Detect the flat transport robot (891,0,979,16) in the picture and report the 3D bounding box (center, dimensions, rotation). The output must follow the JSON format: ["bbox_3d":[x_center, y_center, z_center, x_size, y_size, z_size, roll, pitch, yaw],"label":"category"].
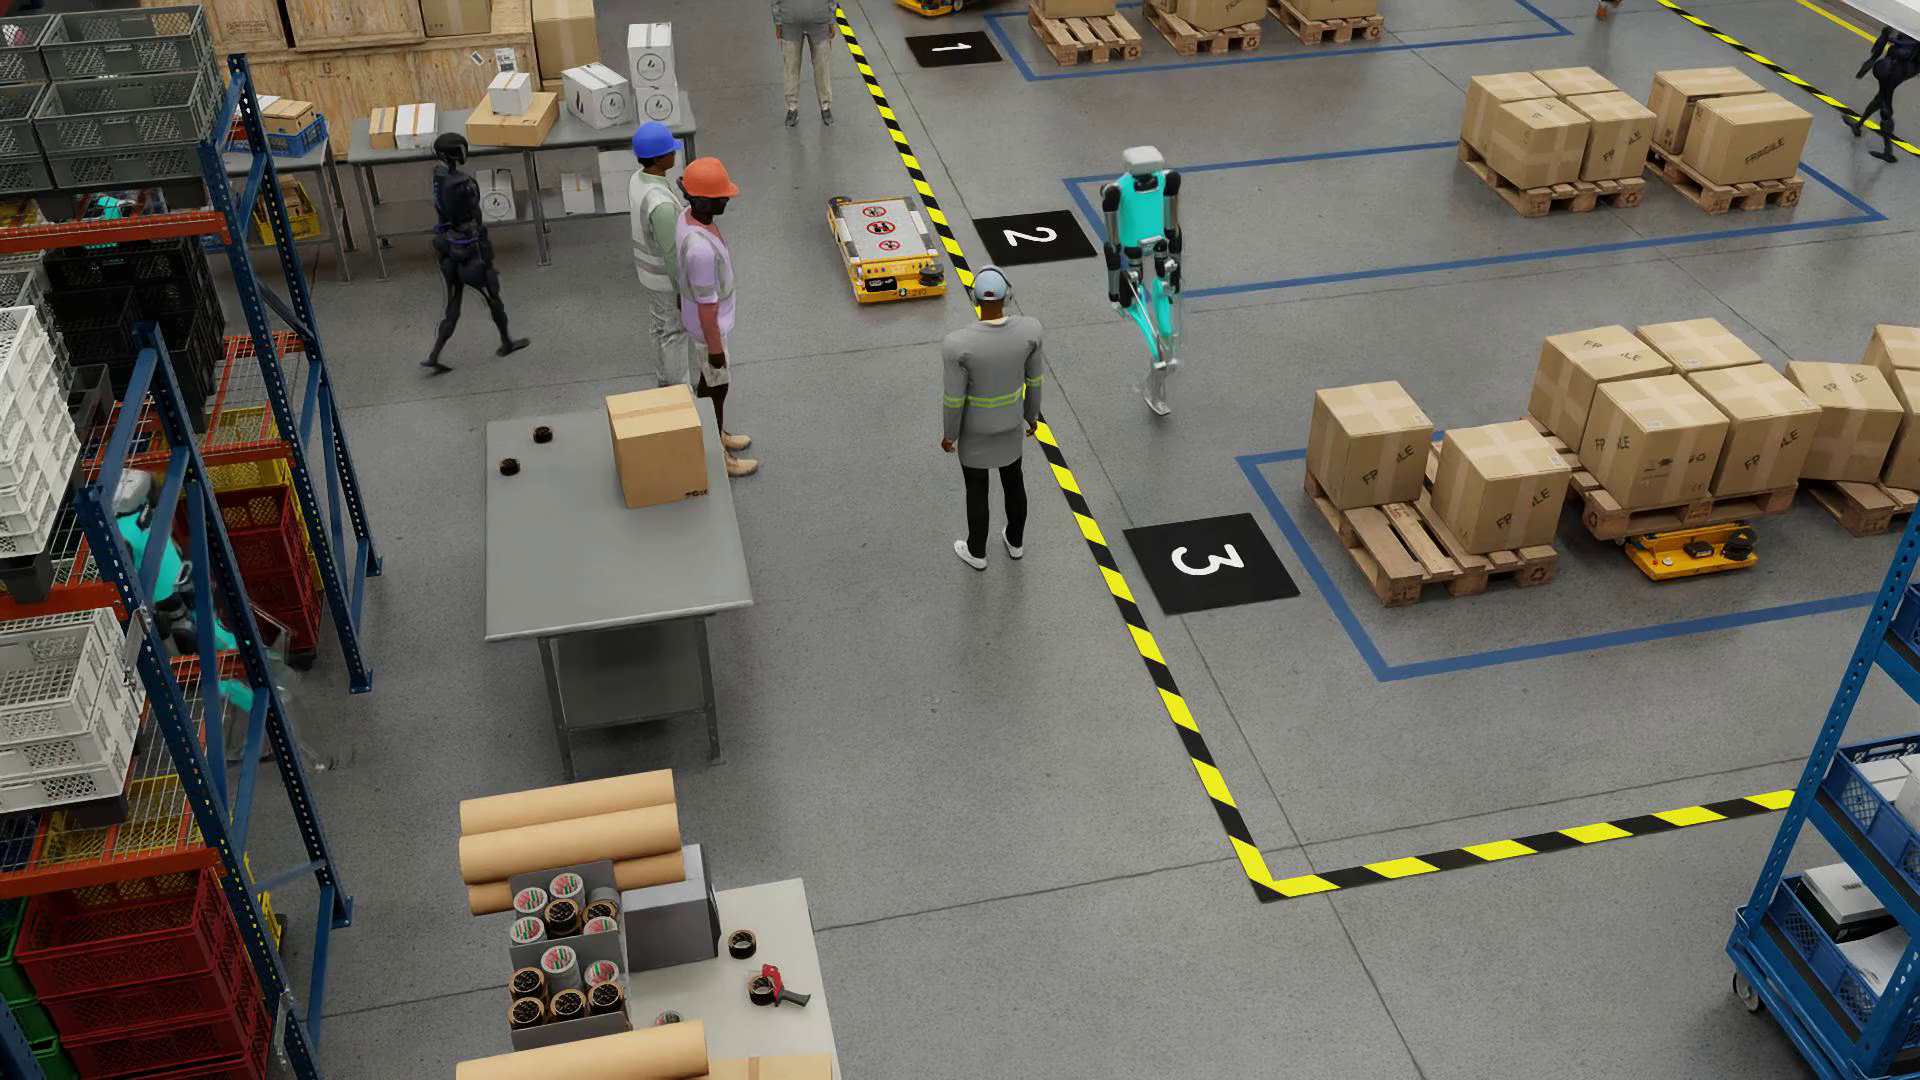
[{"bbox_3d":[0.021,-5.764,17.277,1.431,0.197,0.652,-27,44,-31],"label":"flat transport robot"}]

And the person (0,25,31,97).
[{"bbox_3d":[-7.329,-3.344,12.733,0.590,1.837,0.404,-8,37,-11],"label":"person"}]

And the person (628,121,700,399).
[{"bbox_3d":[-1.831,-1.675,10.396,0.381,1.950,0.603,-16,40,-21],"label":"person"}]

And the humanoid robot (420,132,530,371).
[{"bbox_3d":[-3.310,-1.868,10.938,0.584,1.646,0.768,30,46,34],"label":"humanoid robot"}]

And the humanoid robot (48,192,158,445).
[{"bbox_3d":[-5.080,-1.314,10.004,0.534,1.694,0.730,-5,37,-6],"label":"humanoid robot"}]

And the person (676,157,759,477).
[{"bbox_3d":[-1.440,-1.303,9.831,0.399,2.035,0.601,-6,37,-8],"label":"person"}]

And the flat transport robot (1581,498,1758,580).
[{"bbox_3d":[4.062,-0.294,9.926,0.652,0.197,1.431,-8,37,-10],"label":"flat transport robot"}]

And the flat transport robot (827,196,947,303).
[{"bbox_3d":[-0.570,-2.220,12.538,0.659,0.231,1.431,-8,37,-10],"label":"flat transport robot"}]

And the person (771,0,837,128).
[{"bbox_3d":[-1.328,-4.429,14.249,0.564,1.769,0.395,-4,37,-6],"label":"person"}]

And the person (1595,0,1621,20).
[{"bbox_3d":[6.567,-6.101,16.411,0.602,1.867,0.460,9,38,12],"label":"person"}]

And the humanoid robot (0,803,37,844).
[{"bbox_3d":[-4.515,0.859,7.218,0.608,1.640,0.402,-16,39,-20],"label":"humanoid robot"}]

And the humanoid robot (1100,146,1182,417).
[{"bbox_3d":[1.232,-1.493,10.342,0.552,1.790,0.799,-15,39,-20],"label":"humanoid robot"}]

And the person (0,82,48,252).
[{"bbox_3d":[-6.113,-2.221,11.194,0.429,1.869,0.590,-3,37,-4],"label":"person"}]

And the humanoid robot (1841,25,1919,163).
[{"bbox_3d":[7.765,-4.036,13.831,0.589,1.625,0.765,-14,39,-18],"label":"humanoid robot"}]

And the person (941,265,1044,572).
[{"bbox_3d":[0.162,-0.666,9.123,0.596,1.849,0.386,-14,39,-18],"label":"person"}]

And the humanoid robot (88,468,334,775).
[{"bbox_3d":[-3.403,0.464,7.793,0.782,1.890,0.544,-4,37,-6],"label":"humanoid robot"}]
